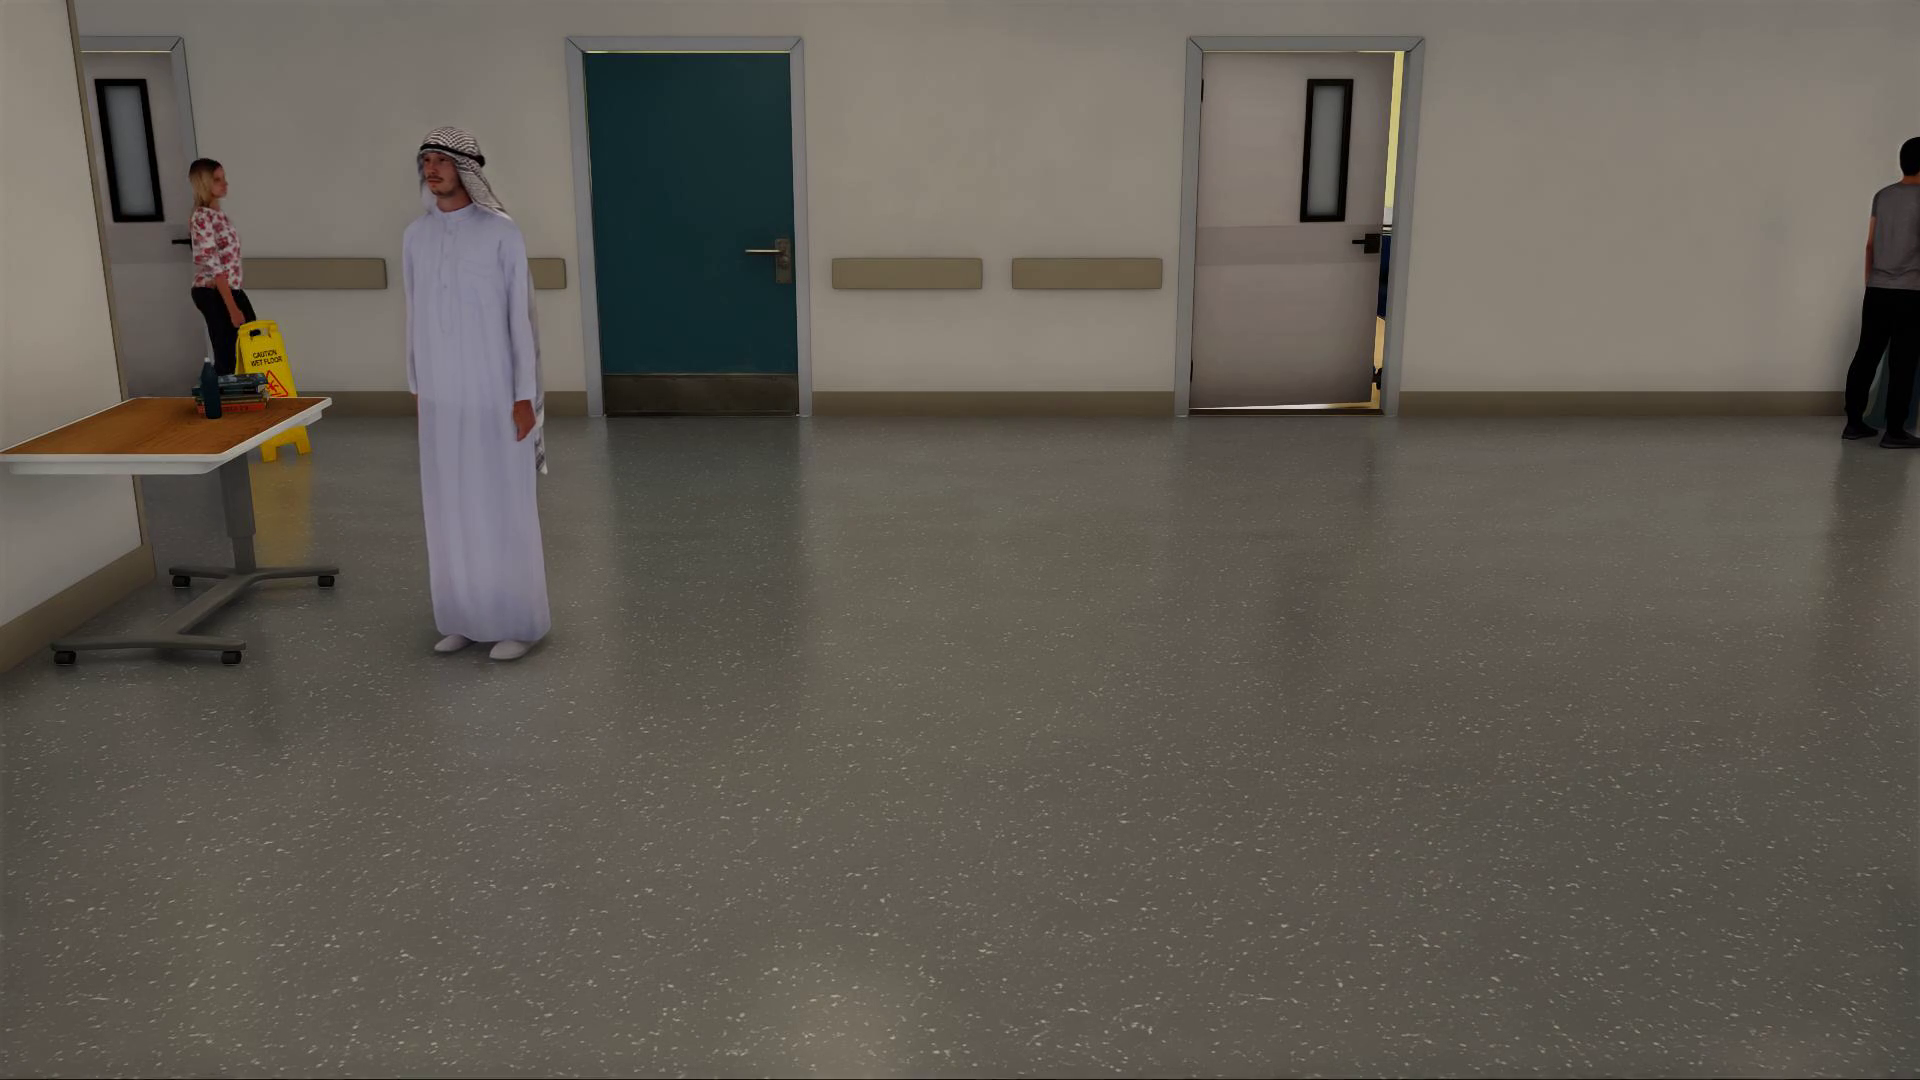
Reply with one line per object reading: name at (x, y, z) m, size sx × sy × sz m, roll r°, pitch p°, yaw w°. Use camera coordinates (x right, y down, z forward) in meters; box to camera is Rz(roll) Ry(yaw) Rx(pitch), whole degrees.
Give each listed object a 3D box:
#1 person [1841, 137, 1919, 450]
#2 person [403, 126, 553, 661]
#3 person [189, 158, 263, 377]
person at (5.400, -1.427, 9.579) m, size 0.662 × 1.755 × 0.679 m, roll -6°, pitch 17°, yaw -20°
person at (-1.754, -0.522, 6.058) m, size 0.661 × 1.922 × 0.790 m, roll 4°, pitch 16°, yaw 13°
person at (-4.414, -1.398, 9.737) m, size 0.610 × 1.613 × 0.636 m, roll -4°, pitch 16°, yaw -14°
